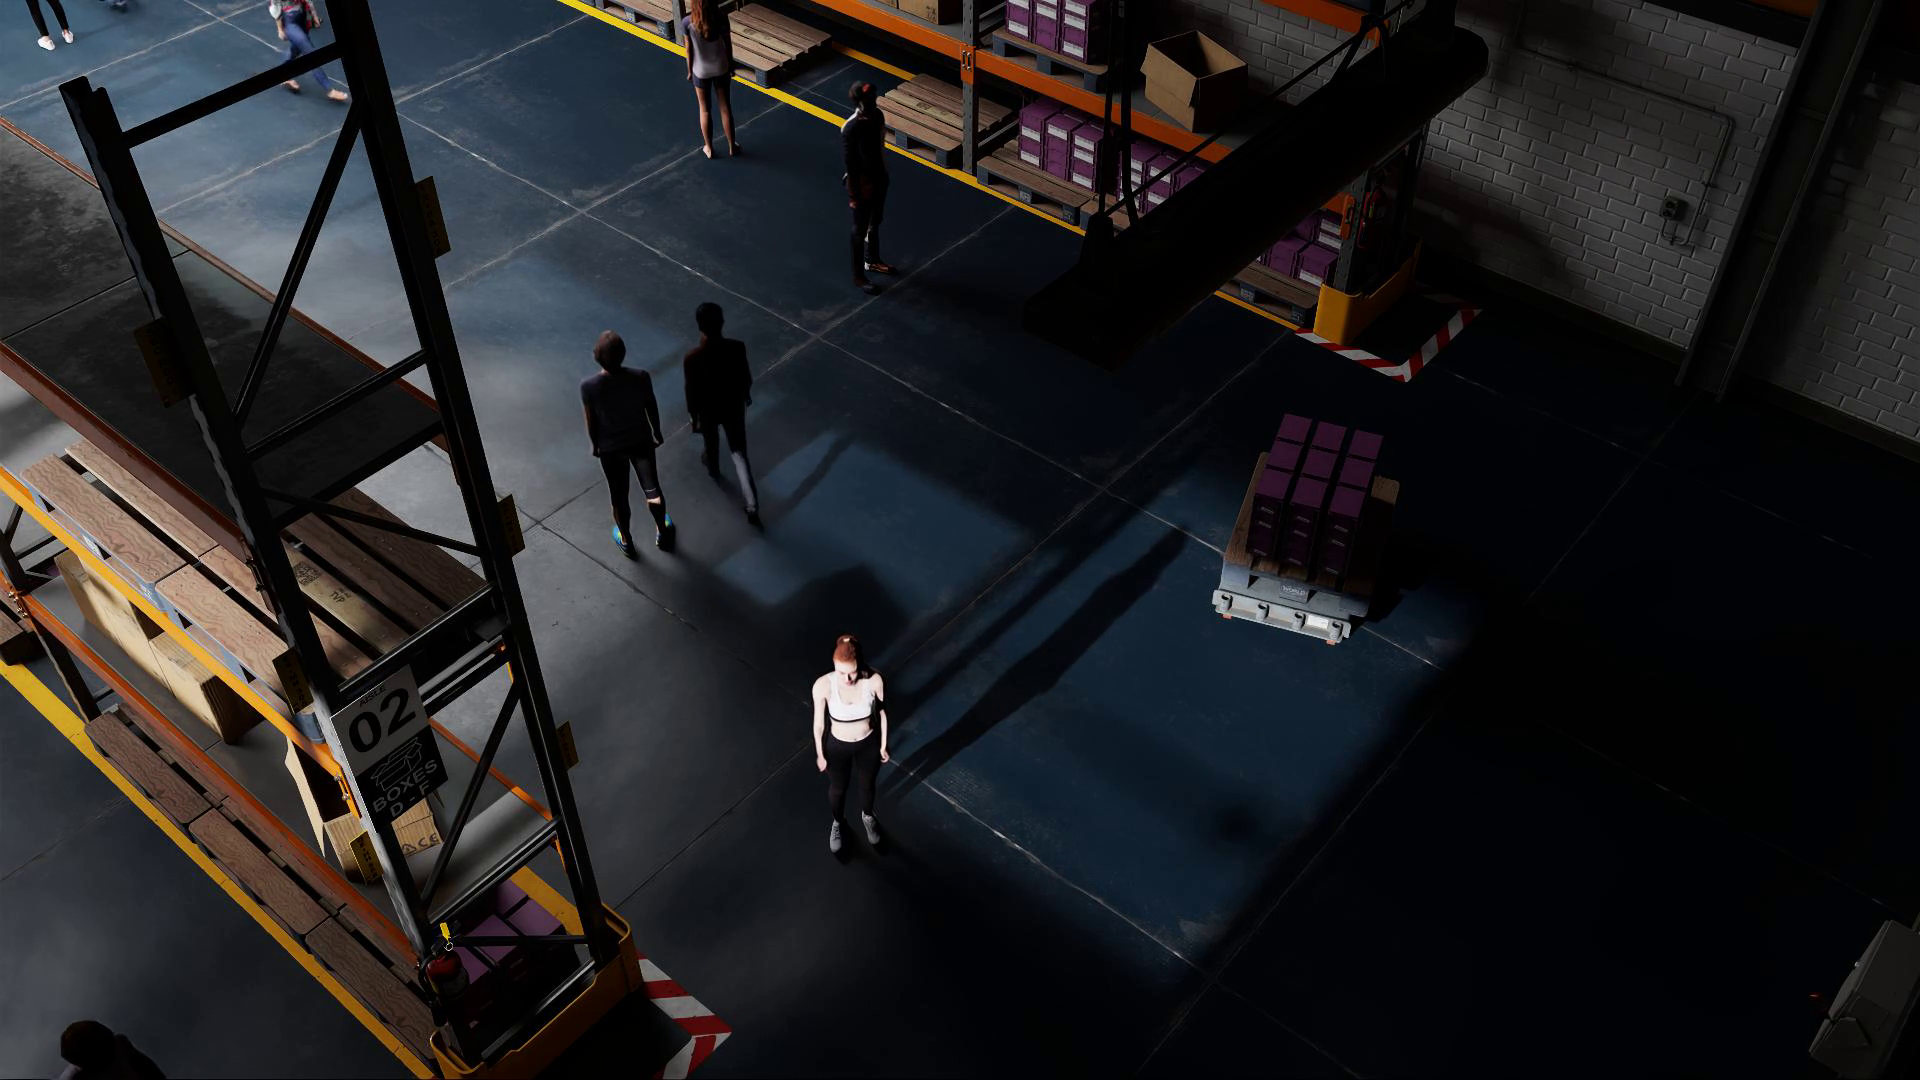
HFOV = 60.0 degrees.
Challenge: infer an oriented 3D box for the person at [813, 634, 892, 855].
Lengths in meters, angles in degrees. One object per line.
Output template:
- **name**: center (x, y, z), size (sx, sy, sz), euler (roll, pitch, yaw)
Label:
- **person**: center (-0.624, 1.190, 9.722), size (0.658, 1.742, 0.694), euler (-8, 44, -8)

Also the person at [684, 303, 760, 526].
- **person**: center (-1.662, -0.865, 11.890), size (1.037, 1.727, 1.256), euler (-15, 46, -15)

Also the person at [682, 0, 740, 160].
- **person**: center (-2.337, -4.401, 15.599), size (0.695, 1.731, 0.732), euler (-8, 44, -9)

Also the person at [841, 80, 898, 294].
- **person**: center (-0.780, -3.008, 14.020), size (0.649, 1.891, 0.734), euler (21, 47, 21)

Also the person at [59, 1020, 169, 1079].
- **person**: center (-4.134, 2.798, 8.138), size (1.212, 1.597, 0.878), euler (14, 45, 14)

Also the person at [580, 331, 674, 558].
- **person**: center (-2.316, -0.666, 11.563), size (0.749, 1.889, 0.766), euler (-12, 45, -13)

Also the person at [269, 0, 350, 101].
- **person**: center (-6.653, -5.139, 16.491), size (1.168, 1.568, 0.832), euler (17, 46, 17)
